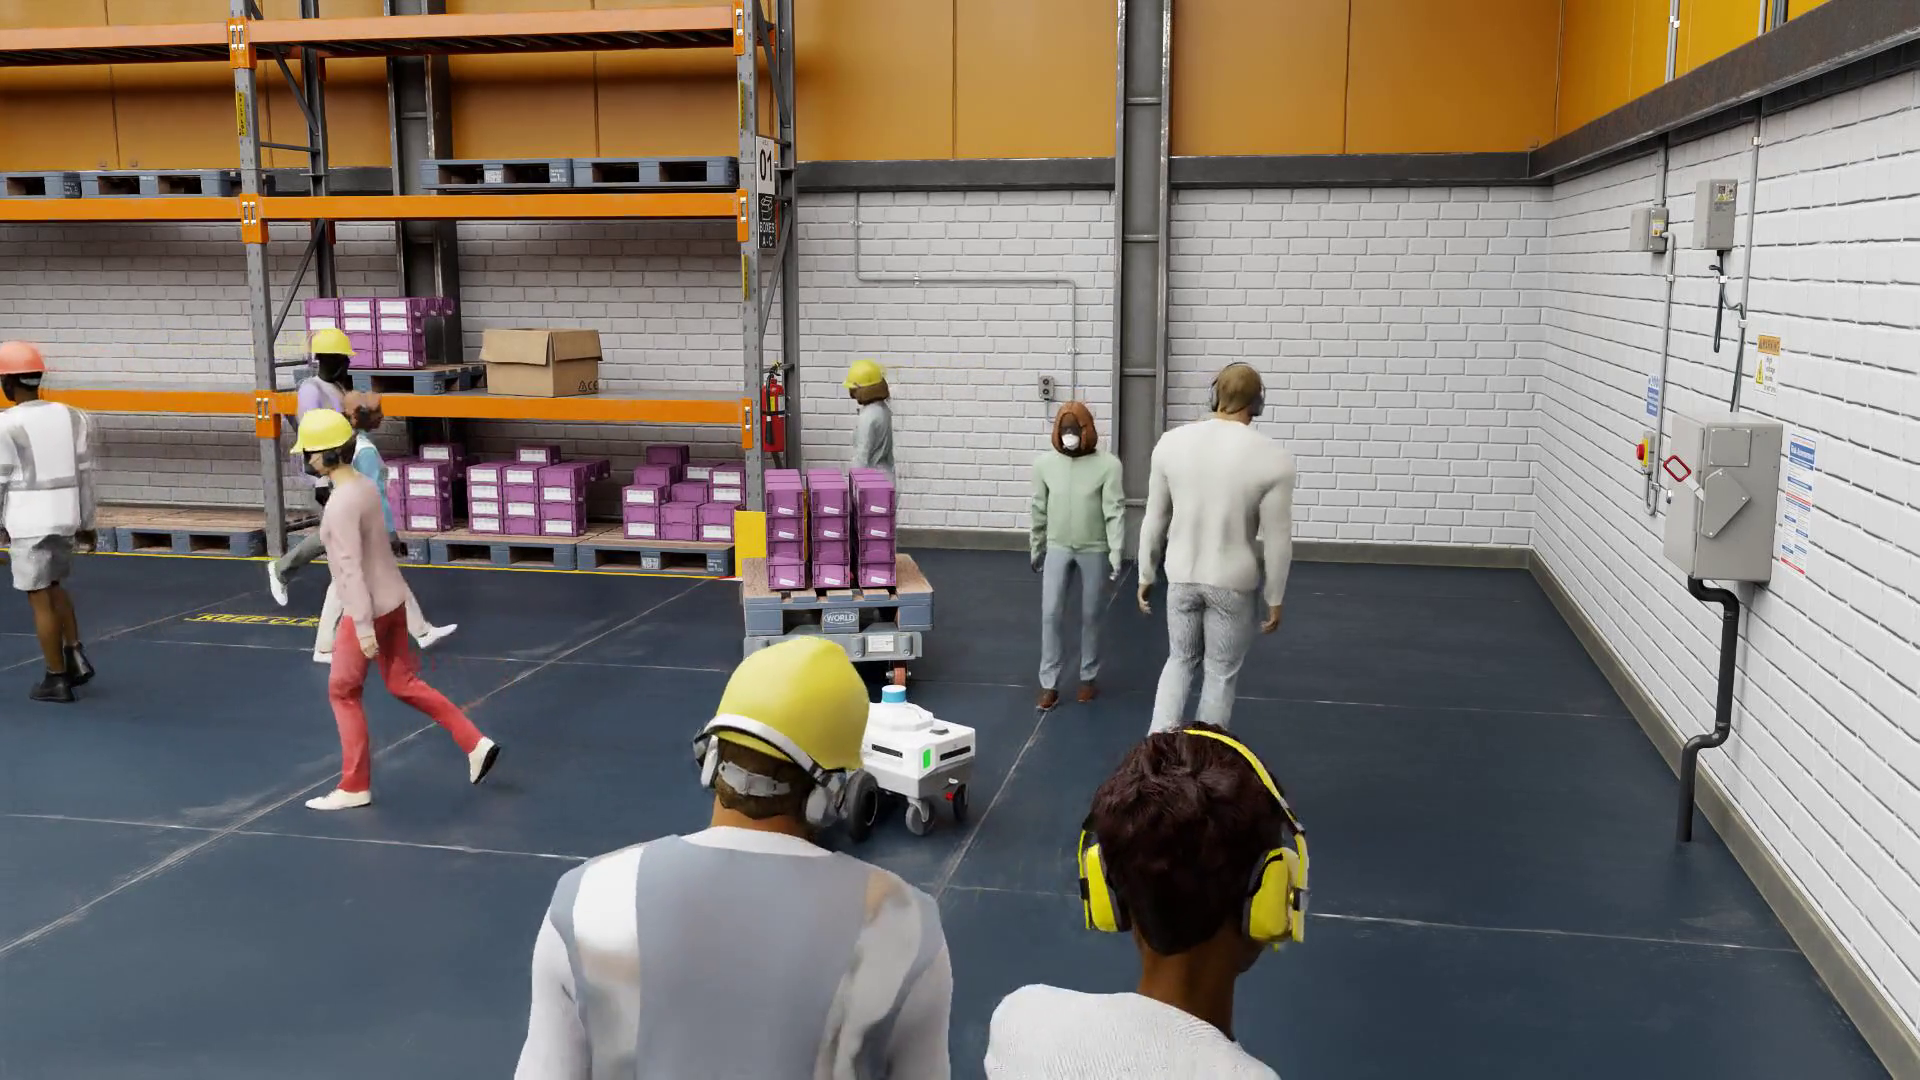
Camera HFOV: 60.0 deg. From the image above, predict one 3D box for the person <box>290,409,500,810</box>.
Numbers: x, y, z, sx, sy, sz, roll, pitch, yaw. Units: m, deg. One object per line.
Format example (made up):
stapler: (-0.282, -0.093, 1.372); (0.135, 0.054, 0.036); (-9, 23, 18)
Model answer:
person: (-2.409, 0.292, 7.078); (0.747, 1.729, 0.544); (0, 9, -2)

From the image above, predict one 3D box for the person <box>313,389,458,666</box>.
person: (-3.389, -0.073, 9.676); (0.863, 1.587, 0.545); (-5, 11, -26)

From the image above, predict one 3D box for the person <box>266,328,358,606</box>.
person: (-4.232, -0.454, 11.047); (0.707, 1.907, 0.597); (1, 9, 4)

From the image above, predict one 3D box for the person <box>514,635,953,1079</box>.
person: (-0.319, 1.042, 2.415); (0.623, 1.784, 0.542); (-1, 9, -3)

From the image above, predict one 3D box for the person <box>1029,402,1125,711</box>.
person: (0.593, 0.094, 8.647); (0.525, 1.599, 0.675); (2, 10, 14)

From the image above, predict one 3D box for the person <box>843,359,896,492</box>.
person: (-0.562, -0.321, 10.816); (0.381, 1.716, 0.519); (1, 10, 7)

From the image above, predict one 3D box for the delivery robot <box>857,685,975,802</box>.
delivery robot: (-0.273, 0.852, 6.957); (0.707, 0.478, 0.477); (9, 13, 42)

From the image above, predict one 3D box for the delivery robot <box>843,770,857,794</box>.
delivery robot: (-0.669, 0.925, 6.517); (0.477, 0.478, 0.707); (3, 10, 17)

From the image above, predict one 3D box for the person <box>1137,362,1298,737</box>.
person: (1.069, 0.208, 7.056); (0.676, 1.908, 0.550); (5, 11, 27)

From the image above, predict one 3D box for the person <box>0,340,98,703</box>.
person: (-4.863, -0.085, 8.765); (0.408, 1.922, 0.579); (4, 10, 24)

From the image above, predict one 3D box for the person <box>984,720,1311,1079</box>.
person: (0.214, 1.113, 1.808); (0.418, 1.845, 0.573); (-9, 13, -44)
